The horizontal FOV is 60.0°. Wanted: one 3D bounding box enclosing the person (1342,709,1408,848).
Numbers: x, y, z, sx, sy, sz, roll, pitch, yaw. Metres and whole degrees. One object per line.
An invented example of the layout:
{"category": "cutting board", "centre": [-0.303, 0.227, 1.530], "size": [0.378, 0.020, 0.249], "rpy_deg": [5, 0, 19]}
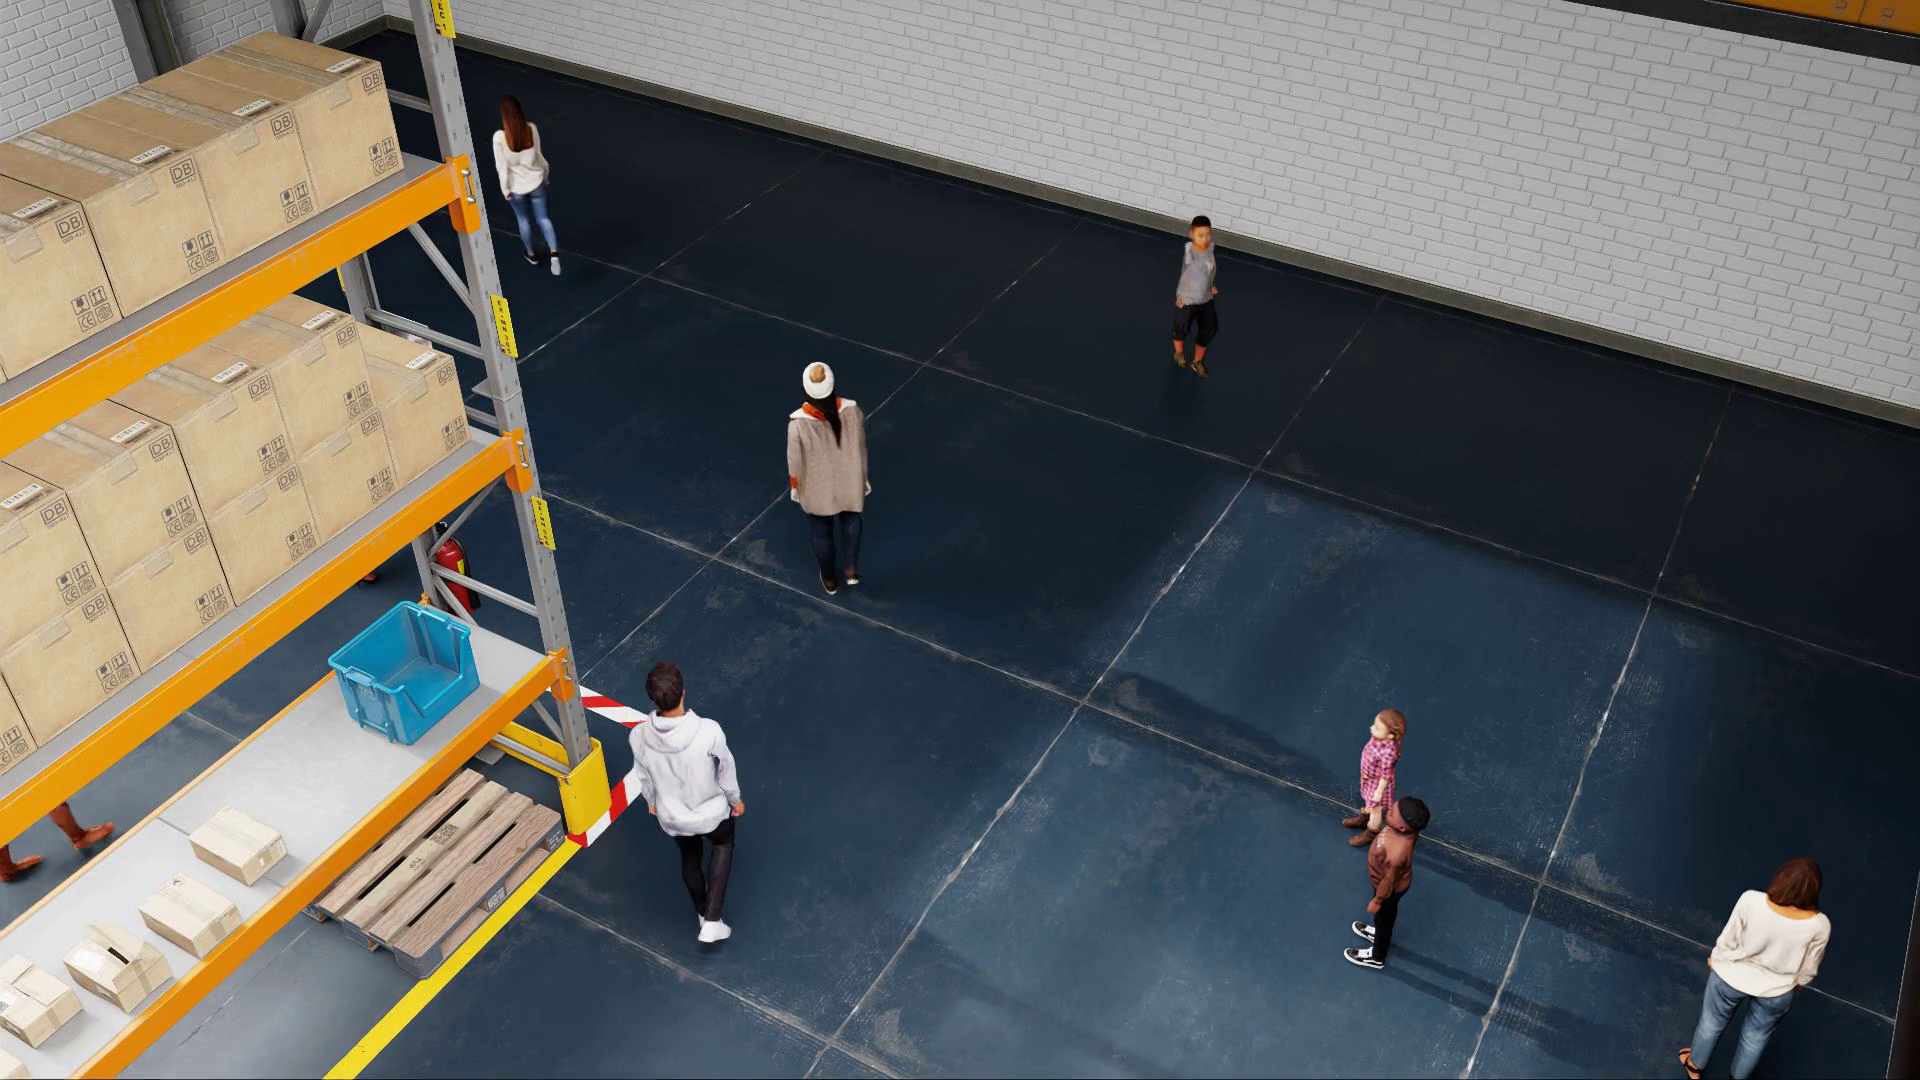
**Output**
{"category": "person", "centre": [2.440, 1.376, 9.688], "size": [0.559, 1.022, 0.483], "rpy_deg": [0, 39, 0]}

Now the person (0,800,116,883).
{"category": "person", "centre": [-5.472, 1.323, 9.276], "size": [0.734, 1.619, 0.923], "rpy_deg": [27, 46, 30]}

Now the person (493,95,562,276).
{"category": "person", "centre": [-3.826, -3.122, 14.801], "size": [1.057, 1.670, 1.013], "rpy_deg": [-20, 43, -23]}

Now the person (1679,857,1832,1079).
{"category": "person", "centre": [3.915, 2.154, 8.185], "size": [0.613, 1.683, 0.538], "rpy_deg": [19, 42, 22]}

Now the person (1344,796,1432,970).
{"category": "person", "centre": [2.318, 1.826, 8.938], "size": [0.591, 1.255, 0.434], "rpy_deg": [17, 42, 20]}

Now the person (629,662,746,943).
{"category": "person", "centre": [-1.438, 1.488, 8.836], "size": [0.896, 1.910, 0.967], "rpy_deg": [2, 39, 2]}

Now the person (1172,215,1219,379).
{"category": "person", "centre": [1.907, -2.098, 13.700], "size": [0.757, 1.444, 0.818], "rpy_deg": [-12, 40, -15]}

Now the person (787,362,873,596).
{"category": "person", "centre": [-0.858, -0.366, 11.179], "size": [0.865, 1.882, 0.925], "rpy_deg": [-9, 39, -11]}
